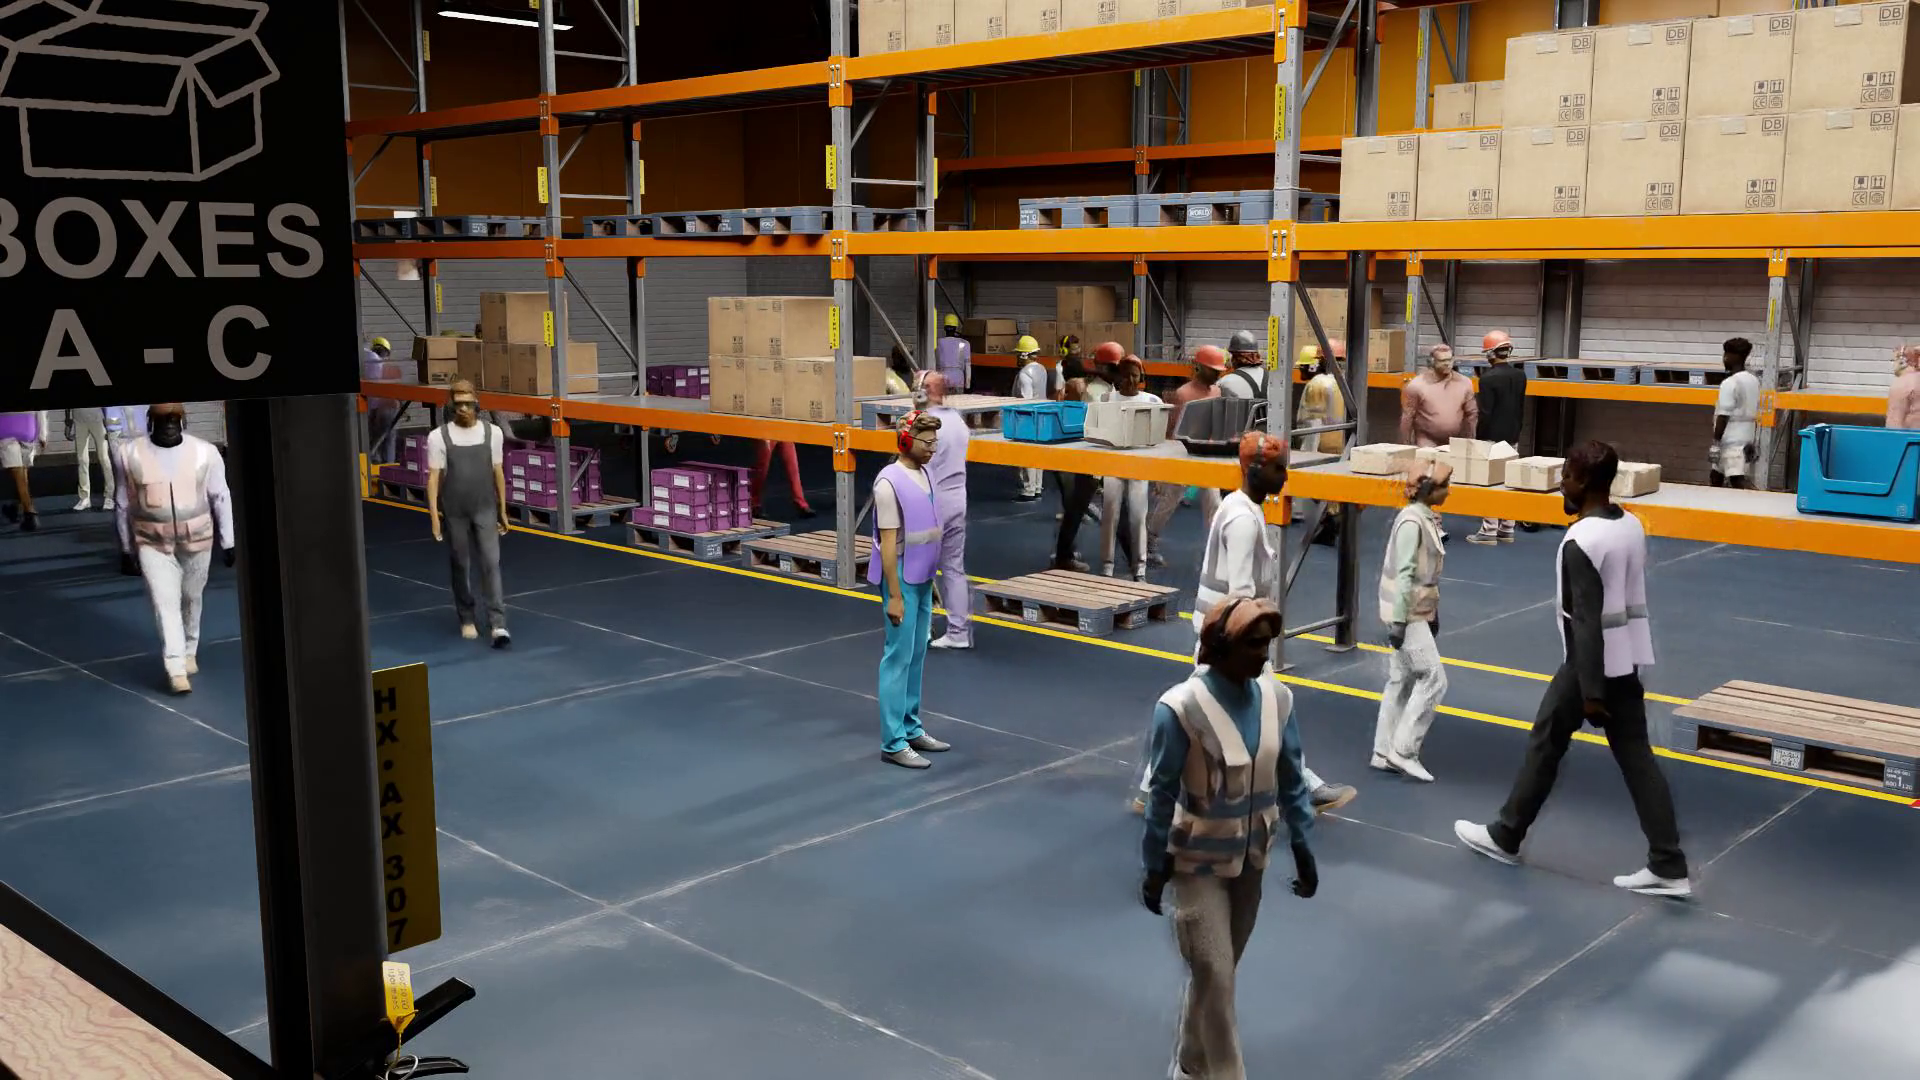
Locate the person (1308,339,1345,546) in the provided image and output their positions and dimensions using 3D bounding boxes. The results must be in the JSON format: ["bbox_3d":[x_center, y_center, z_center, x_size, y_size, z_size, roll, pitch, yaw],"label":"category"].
[{"bbox_3d":[3.383,-0.886,15.312,0.569,1.921,0.426,-8,12,-40],"label":"person"}]

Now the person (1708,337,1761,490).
[{"bbox_3d":[7.365,-0.952,15.708,0.612,1.930,0.974,-9,13,-42],"label":"person"}]

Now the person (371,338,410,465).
[{"bbox_3d":[-6.911,-1.541,19.886,0.628,1.731,0.464,0,9,2],"label":"person"}]

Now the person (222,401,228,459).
[{"bbox_3d":[-6.619,-0.949,15.809,0.920,1.877,0.608,8,12,39],"label":"person"}]

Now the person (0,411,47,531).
[{"bbox_3d":[-9.359,-1.048,16.391,0.976,1.886,0.568,7,12,37],"label":"person"}]

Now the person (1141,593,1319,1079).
[{"bbox_3d":[0.844,0.970,4.831,0.544,1.612,0.675,-6,11,-34],"label":"person"}]

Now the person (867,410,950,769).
[{"bbox_3d":[-0.271,0.244,8.638,0.390,1.838,0.564,3,10,19],"label":"person"}]

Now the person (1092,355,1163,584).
[{"bbox_3d":[1.327,-0.526,13.225,0.573,1.883,0.356,0,9,1],"label":"person"}]

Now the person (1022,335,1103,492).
[{"bbox_3d":[1.180,-1.458,19.141,0.971,1.822,0.531,3,10,17],"label":"person"}]

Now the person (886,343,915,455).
[{"bbox_3d":[-0.622,-1.138,17.216,0.631,1.817,0.856,-8,12,-42],"label":"person"}]

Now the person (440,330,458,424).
[{"bbox_3d":[-7.000,-2.068,23.171,0.593,1.725,0.491,-6,11,-32],"label":"person"}]

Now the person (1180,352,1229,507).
[{"bbox_3d":[2.667,-1.145,17.540,0.920,1.716,0.533,0,9,2],"label":"person"}]

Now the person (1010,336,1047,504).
[{"bbox_3d":[0.734,-1.310,18.177,0.403,1.835,0.587,4,10,21],"label":"person"}]

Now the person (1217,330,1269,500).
[{"bbox_3d":[2.415,-0.804,14.441,0.678,2.000,0.537,-6,11,-35],"label":"person"}]

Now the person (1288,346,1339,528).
[{"bbox_3d":[3.430,-1.006,16.410,0.749,1.799,0.610,5,10,27],"label":"person"}]

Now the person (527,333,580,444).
[{"bbox_3d":[-4.691,-1.562,19.562,1.022,1.881,0.640,3,10,20],"label":"person"}]

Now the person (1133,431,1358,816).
[{"bbox_3d":[1.300,0.413,7.613,1.036,1.822,0.646,2,10,13],"label":"person"}]

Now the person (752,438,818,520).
[{"bbox_3d":[-1.844,-1.043,16.889,0.537,1.719,0.897,-8,12,-41],"label":"person"}]

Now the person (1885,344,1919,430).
[{"bbox_3d":[8.880,-0.871,15.382,0.639,1.869,0.623,-8,12,-40],"label":"person"}]

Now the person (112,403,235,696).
[{"bbox_3d":[-4.807,0.012,10.218,0.647,1.790,0.984,-5,11,-30],"label":"person"}]

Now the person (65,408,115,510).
[{"bbox_3d":[-9.256,-1.240,17.667,0.504,1.861,0.316,-1,9,-8],"label":"person"}]

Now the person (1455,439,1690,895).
[{"bbox_3d":[2.625,0.514,6.923,0.596,1.860,1.023,-8,12,-42],"label":"person"}]

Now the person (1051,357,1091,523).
[{"bbox_3d":[1.156,-1.010,16.798,0.472,1.673,0.553,8,12,40],"label":"person"}]

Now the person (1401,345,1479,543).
[{"bbox_3d":[4.497,-0.880,15.485,0.655,1.854,1.005,-1,9,-7],"label":"person"}]

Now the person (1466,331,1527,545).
[{"bbox_3d":[4.983,-0.944,15.468,0.610,1.985,0.393,-6,11,-33],"label":"person"}]

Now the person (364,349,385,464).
[{"bbox_3d":[-7.088,-1.567,19.646,0.649,1.883,1.031,3,10,16],"label":"person"}]

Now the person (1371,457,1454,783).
[{"bbox_3d":[2.302,0.398,8.336,0.477,1.618,0.529,4,10,21],"label":"person"}]

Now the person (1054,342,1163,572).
[{"bbox_3d":[1.241,-0.676,13.929,0.977,1.944,0.664,4,10,24],"label":"person"}]

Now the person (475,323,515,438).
[{"bbox_3d":[-6.154,-1.897,21.705,0.967,1.864,0.655,6,11,32],"label":"person"}]

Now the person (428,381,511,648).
[{"bbox_3d":[-3.300,-0.161,11.223,0.523,1.800,0.924,-4,10,-21],"label":"person"}]

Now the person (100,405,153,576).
[{"bbox_3d":[-6.913,-0.673,13.954,0.354,1.939,0.545,1,9,6],"label":"person"}]

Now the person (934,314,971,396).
[{"bbox_3d":[-0.134,-2.196,23.321,0.588,1.927,0.369,0,9,2],"label":"person"}]

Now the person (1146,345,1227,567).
[{"bbox_3d":[1.945,-0.692,14.106,0.672,1.950,1.012,-8,12,-40],"label":"person"}]

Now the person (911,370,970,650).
[{"bbox_3d":[-0.209,-0.186,11.146,0.631,1.890,0.662,6,11,33],"label":"person"}]

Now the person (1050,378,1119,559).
[{"bbox_3d":[1.105,-0.620,14.602,0.544,1.613,0.496,4,10,23],"label":"person"}]
